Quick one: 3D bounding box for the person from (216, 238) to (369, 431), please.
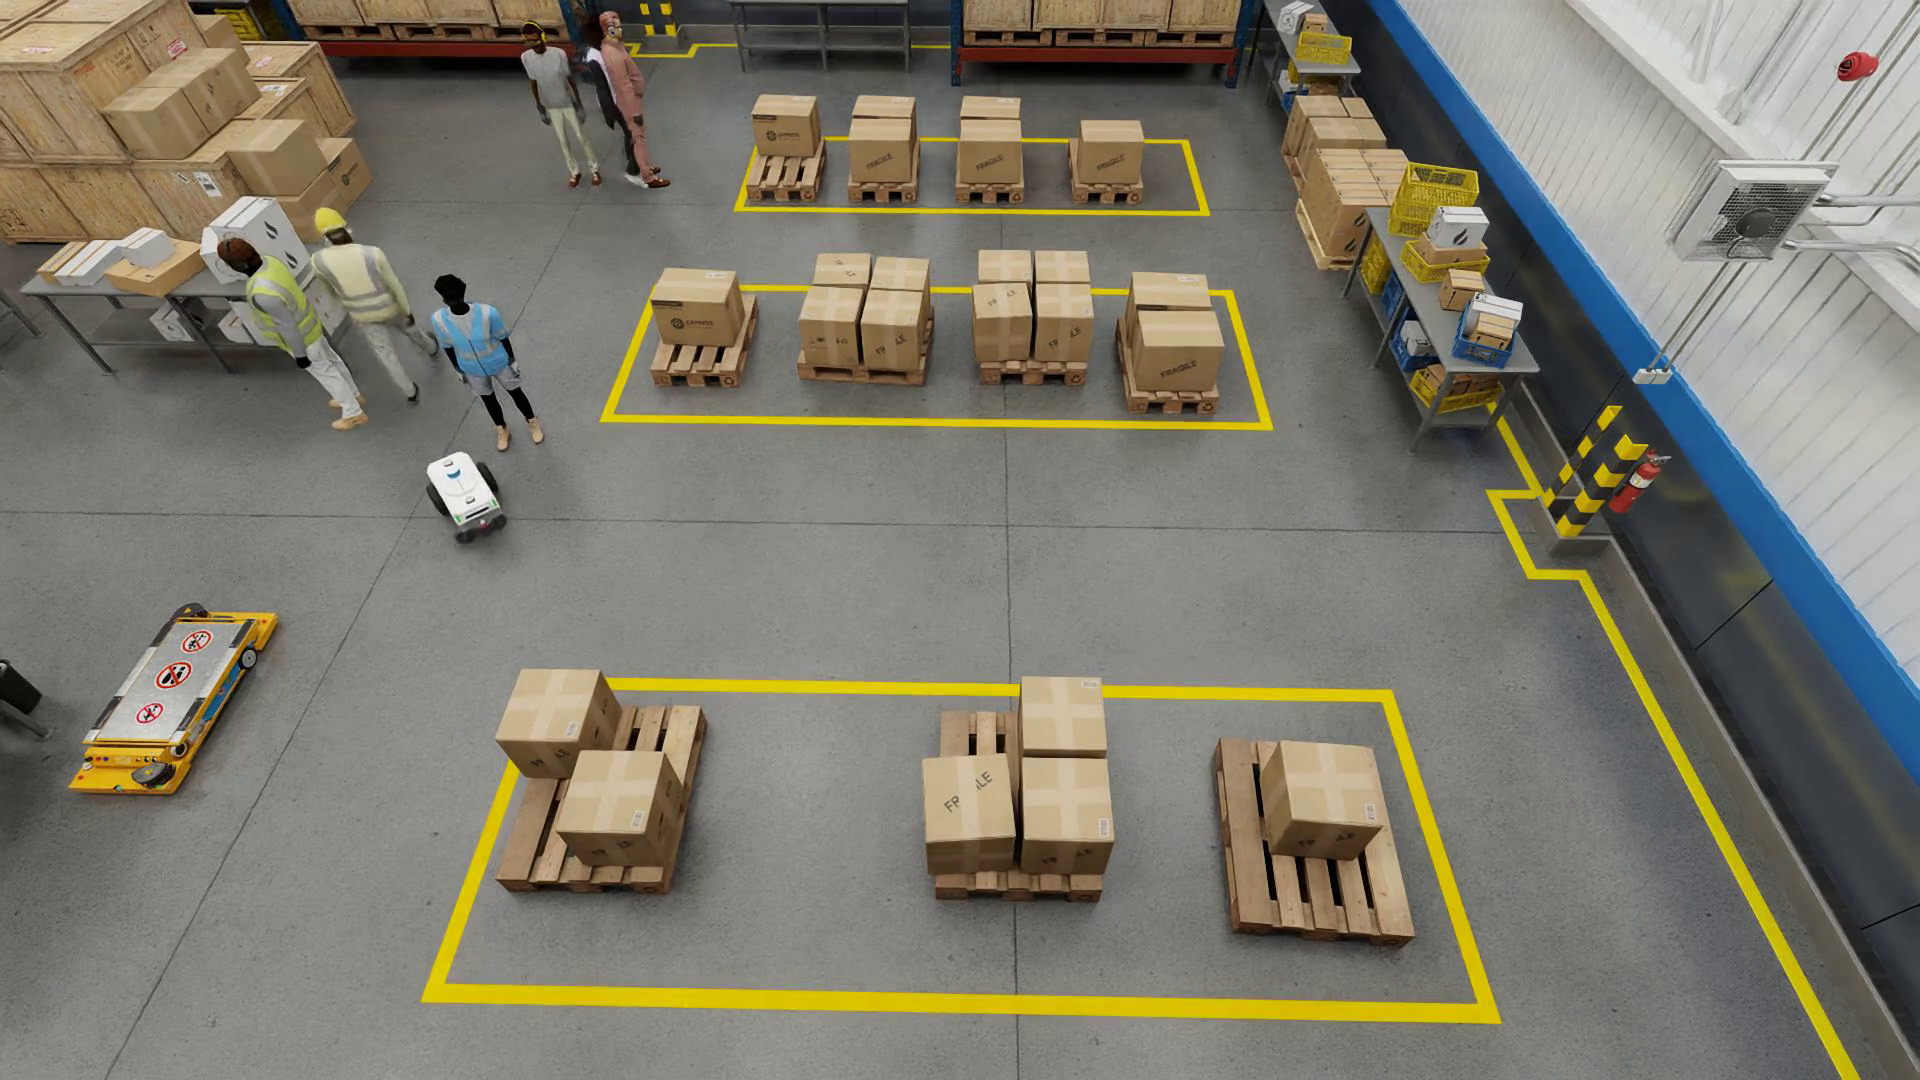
[{"bbox_3d":[-5.640,-1.739,7.805,0.430,1.837,0.622,-18,52,-15],"label":"person"}]

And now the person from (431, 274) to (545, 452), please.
[{"bbox_3d":[-3.956,-1.464,7.658,0.535,1.700,0.318,-13,51,-11],"label":"person"}]

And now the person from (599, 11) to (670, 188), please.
[{"bbox_3d":[-3.791,-5.045,10.555,0.409,1.908,0.639,-23,53,-18],"label":"person"}]

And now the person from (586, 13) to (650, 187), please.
[{"bbox_3d":[-3.882,-5.030,10.548,0.523,1.895,0.611,1,50,1],"label":"person"}]

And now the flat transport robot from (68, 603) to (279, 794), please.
[{"bbox_3d":[-5.504,1.072,6.442,0.652,0.197,1.431,1,50,1],"label":"flat transport robot"}]

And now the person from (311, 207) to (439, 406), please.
[{"bbox_3d":[-5.211,-2.141,8.181,0.591,1.772,0.932,-17,52,-14],"label":"person"}]

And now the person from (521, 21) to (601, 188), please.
[{"bbox_3d":[-4.589,-4.973,10.530,0.517,1.856,0.328,-7,50,-6],"label":"person"}]

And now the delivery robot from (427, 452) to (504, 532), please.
[{"bbox_3d":[-4.032,-0.403,7.446,0.477,0.478,0.707,-31,56,-24],"label":"delivery robot"}]
